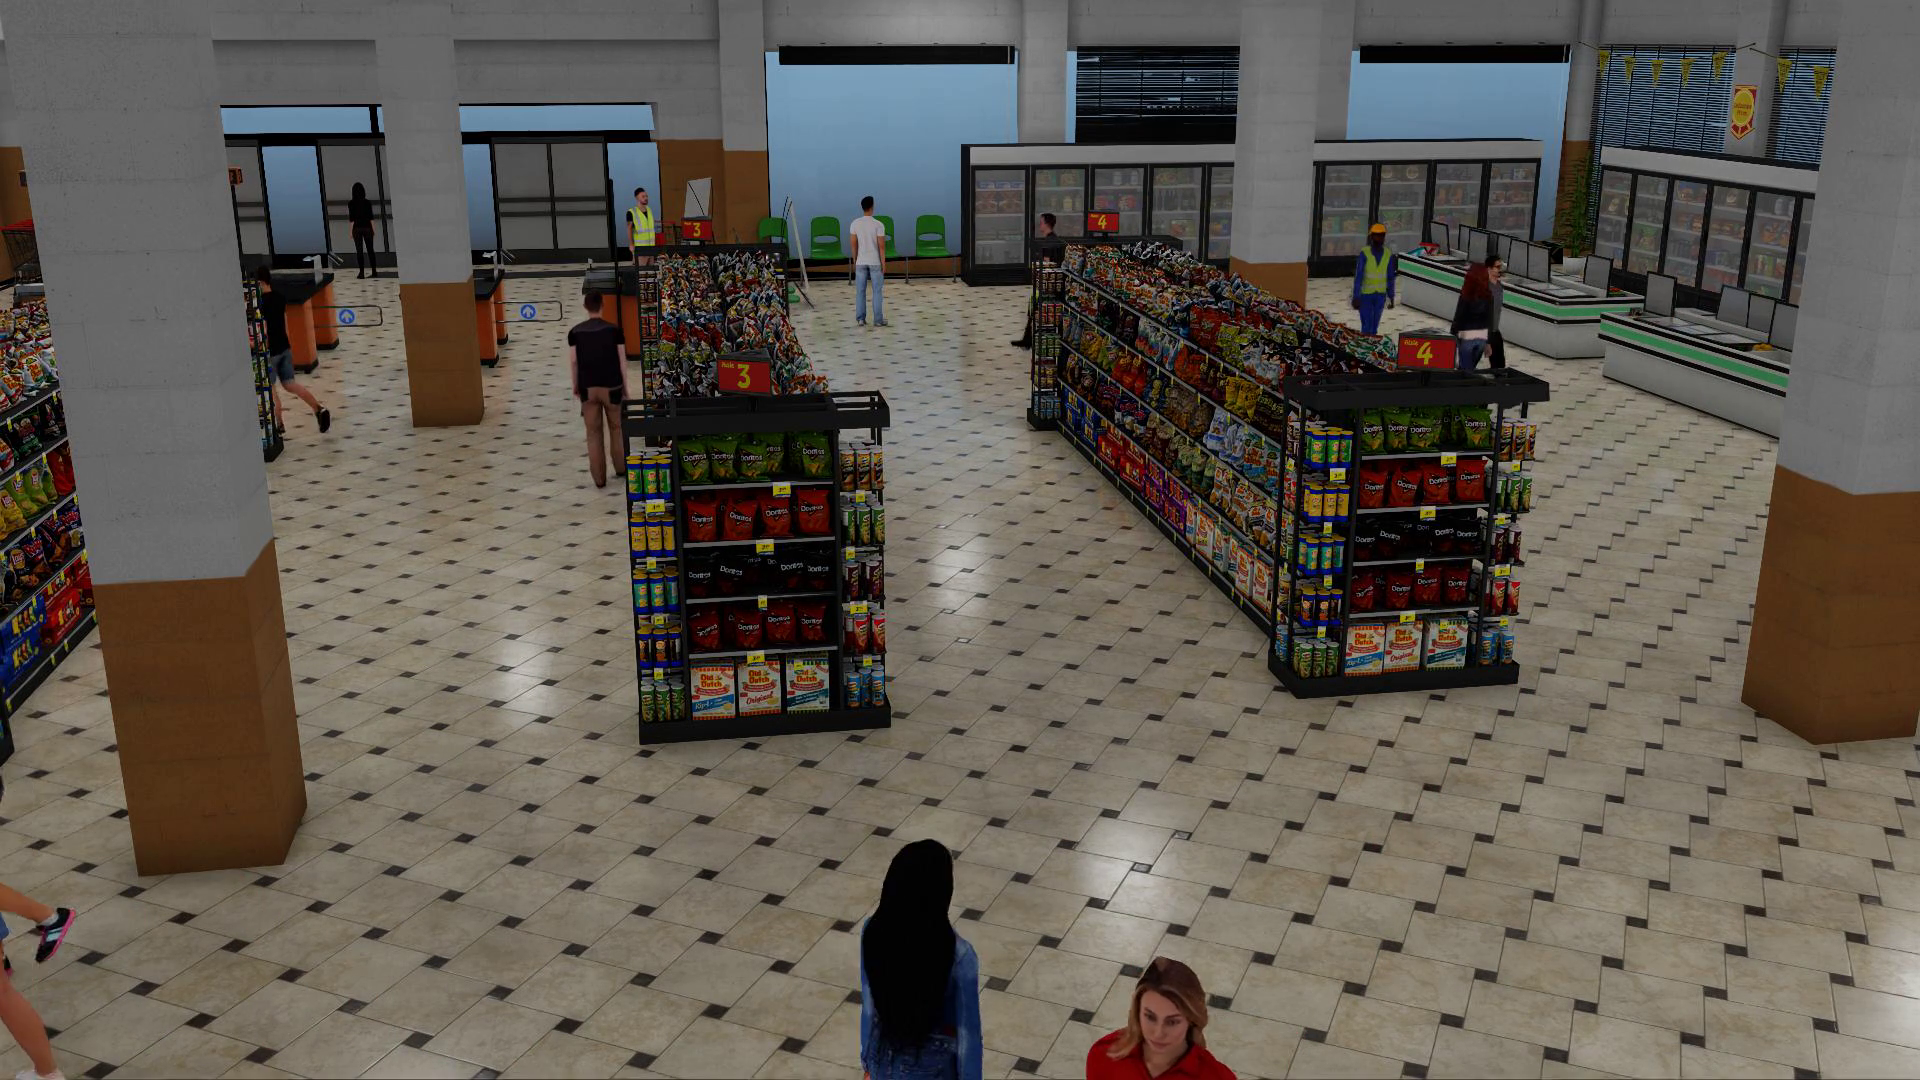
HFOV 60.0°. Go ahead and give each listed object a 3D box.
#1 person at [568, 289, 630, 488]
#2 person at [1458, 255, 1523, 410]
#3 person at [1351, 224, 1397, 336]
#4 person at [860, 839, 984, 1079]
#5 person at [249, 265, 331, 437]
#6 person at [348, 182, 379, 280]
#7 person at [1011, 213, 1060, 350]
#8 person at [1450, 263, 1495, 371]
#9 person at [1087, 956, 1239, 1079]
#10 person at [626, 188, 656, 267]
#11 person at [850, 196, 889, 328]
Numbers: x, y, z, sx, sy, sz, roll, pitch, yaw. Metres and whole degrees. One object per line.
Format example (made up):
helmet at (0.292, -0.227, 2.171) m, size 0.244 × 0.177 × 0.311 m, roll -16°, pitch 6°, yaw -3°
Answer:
person at (-3.349, -1.384, 15.428) m, size 0.717 × 1.819 × 0.877 m, roll -2°, pitch 17°, yaw -5°
person at (5.811, -2.311, 18.665) m, size 1.033 × 1.711 × 1.225 m, roll -14°, pitch 22°, yaw -39°
person at (5.208, -3.113, 21.153) m, size 0.732 × 1.801 × 0.789 m, roll -5°, pitch 18°, yaw -16°
person at (-0.170, 1.777, 5.238) m, size 0.991 × 1.690 × 1.094 m, roll 9°, pitch 19°, yaw 28°
person at (-7.024, -1.928, 17.227) m, size 1.031 × 1.814 × 1.145 m, roll 5°, pitch 18°, yaw 16°
person at (-10.375, -5.379, 28.888) m, size 0.634 × 1.642 × 0.616 m, roll -10°, pitch 20°, yaw -31°
person at (1.259, -3.375, 21.982) m, size 0.825 × 1.820 × 0.912 m, roll -2°, pitch 17°, yaw -6°
person at (5.470, -2.023, 17.605) m, size 0.661 × 1.776 × 0.690 m, roll -6°, pitch 18°, yaw -19°
person at (0.573, 1.915, 4.795) m, size 0.959 × 1.684 × 1.080 m, roll 8°, pitch 19°, yaw 24°
person at (-4.900, -4.520, 25.707) m, size 0.917 × 1.846 × 0.855 m, roll 11°, pitch 20°, yaw 32°
person at (-1.318, -4.023, 24.040) m, size 0.752 × 1.864 × 0.724 m, roll 5°, pitch 18°, yaw 16°
